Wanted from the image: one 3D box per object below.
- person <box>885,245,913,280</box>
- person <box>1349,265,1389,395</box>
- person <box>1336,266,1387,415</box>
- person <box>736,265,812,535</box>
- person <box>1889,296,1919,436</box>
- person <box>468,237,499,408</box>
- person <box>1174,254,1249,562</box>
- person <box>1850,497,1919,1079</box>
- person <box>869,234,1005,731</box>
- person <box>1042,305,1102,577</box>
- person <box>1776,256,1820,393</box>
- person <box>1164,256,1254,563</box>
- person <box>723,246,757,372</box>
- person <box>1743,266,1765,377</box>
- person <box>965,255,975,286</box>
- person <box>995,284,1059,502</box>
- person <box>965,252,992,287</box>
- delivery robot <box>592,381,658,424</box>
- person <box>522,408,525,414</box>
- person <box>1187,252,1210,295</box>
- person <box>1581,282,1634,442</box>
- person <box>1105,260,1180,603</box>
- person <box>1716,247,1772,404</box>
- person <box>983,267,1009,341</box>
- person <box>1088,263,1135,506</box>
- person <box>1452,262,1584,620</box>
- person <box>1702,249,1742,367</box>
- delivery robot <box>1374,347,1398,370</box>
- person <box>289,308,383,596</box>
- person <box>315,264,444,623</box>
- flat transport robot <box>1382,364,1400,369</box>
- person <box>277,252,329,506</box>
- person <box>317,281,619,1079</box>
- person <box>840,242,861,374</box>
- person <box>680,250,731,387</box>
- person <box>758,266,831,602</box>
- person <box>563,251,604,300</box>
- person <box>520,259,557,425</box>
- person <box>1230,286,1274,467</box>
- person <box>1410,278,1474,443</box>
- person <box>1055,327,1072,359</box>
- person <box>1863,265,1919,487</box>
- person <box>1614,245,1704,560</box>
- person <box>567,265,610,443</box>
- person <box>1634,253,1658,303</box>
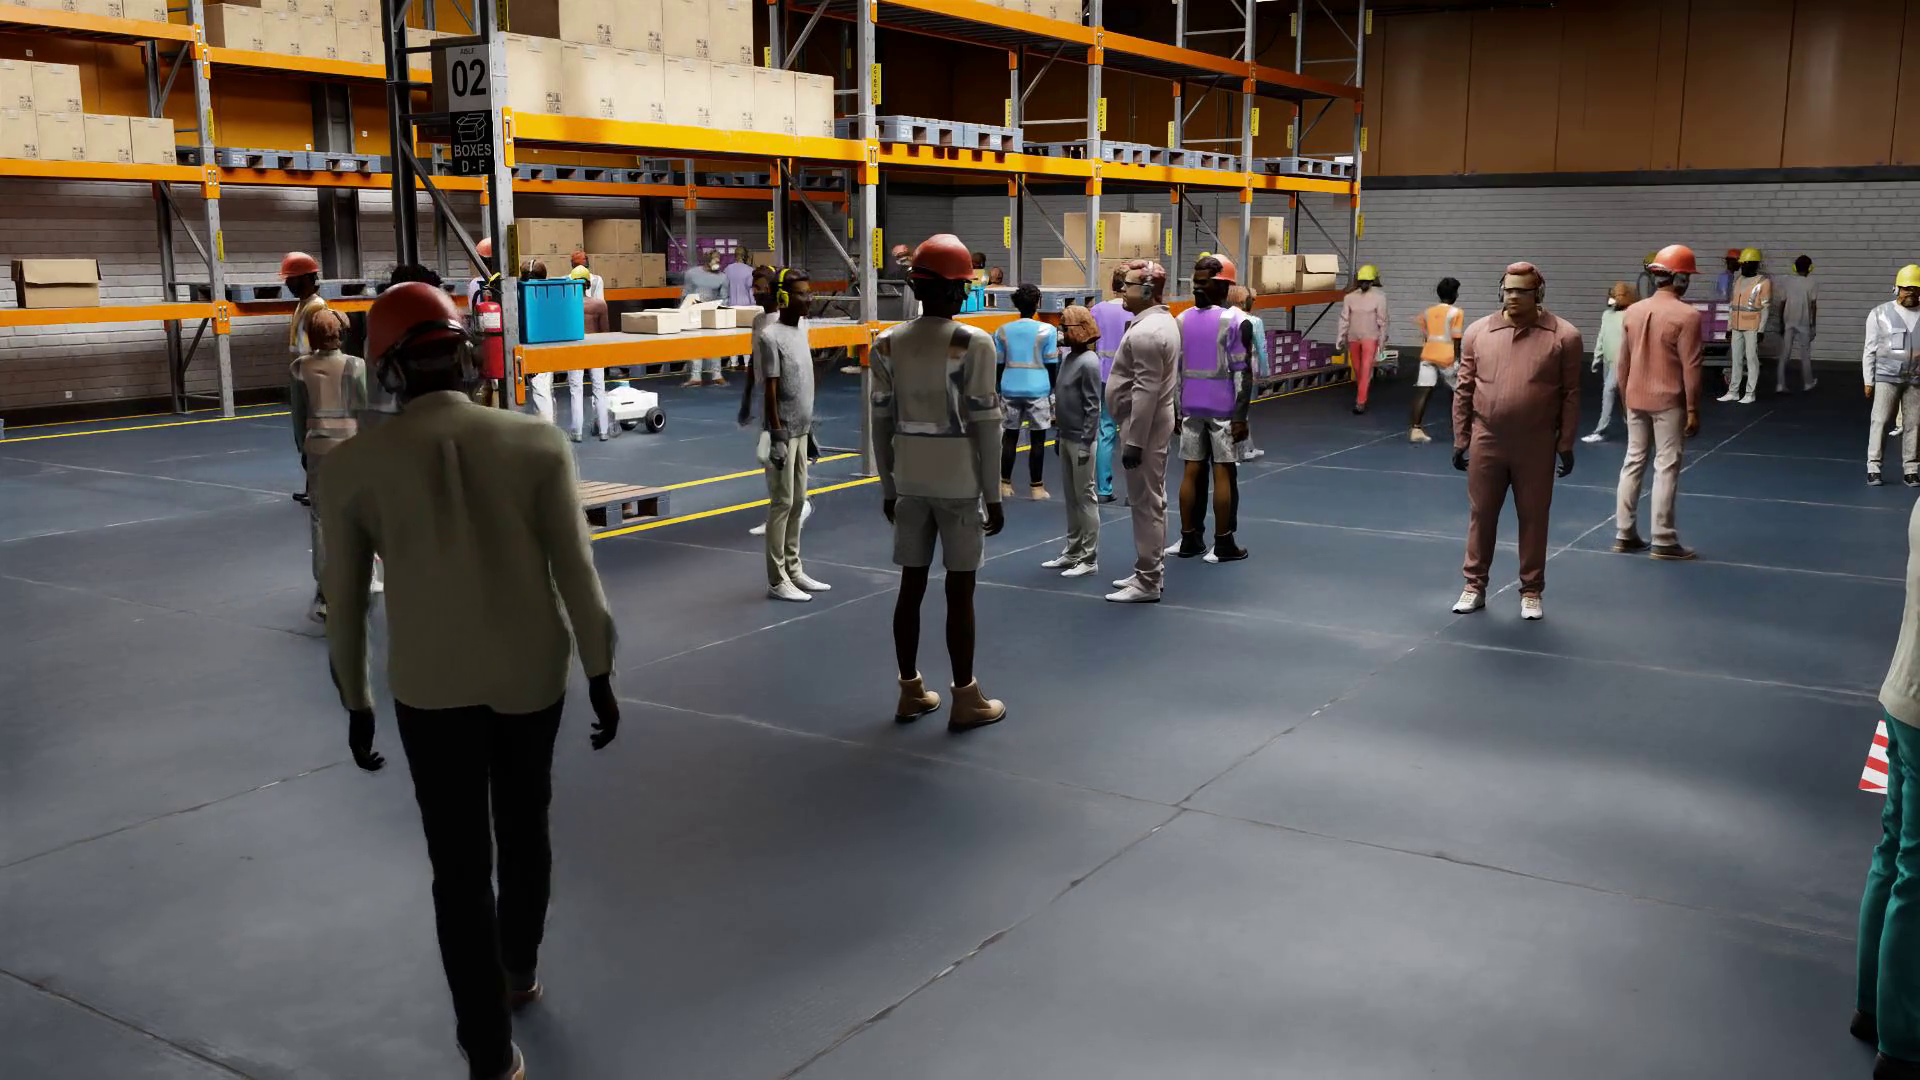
[{"bbox_3d":[-0.739,-2.863,21.765,0.675,1.956,0.478,9,14,41],"label":"person"},{"bbox_3d":[5.343,-2.749,21.814,0.500,1.708,0.842,5,11,24],"label":"person"},{"bbox_3d":[4.698,-2.332,19.459,0.524,1.720,0.895,7,12,34],"label":"person"},{"bbox_3d":[-1.313,-0.949,11.396,0.379,1.855,0.520,-7,13,-35],"label":"person"},{"bbox_3d":[9.884,-1.864,17.089,0.294,1.632,0.502,-10,14,-44],"label":"person"},{"bbox_3d":[-4.255,-1.734,15.235,0.372,2.044,0.608,-9,14,-41],"label":"person"},{"bbox_3d":[1.593,-0.828,10.512,0.544,1.936,0.359,8,13,38],"label":"person"},{"bbox_3d":[2.371,0.439,3.961,0.315,1.769,0.525,4,11,19],"label":"person"},{"bbox_3d":[-0.078,-0.233,6.910,0.605,2.045,0.380,6,12,31],"label":"person"},{"bbox_3d":[0.695,-0.595,10.057,0.285,1.633,0.500,-3,11,-18],"label":"person"},{"bbox_3d":[11.193,-2.872,22.174,1.003,1.811,0.536,-9,14,-42],"label":"person"},{"bbox_3d":[1.590,-0.820,10.519,0.398,1.918,0.588,-8,13,-38],"label":"person"},{"bbox_3d":[-3.350,-3.537,25.521,0.630,1.937,0.373,6,12,31],"label":"person"},{"bbox_3d":[11.660,-3.350,24.601,0.416,1.891,0.645,2,10,13],"label":"person"},{"bbox_3d":[-0.086,-2.744,21.207,0.830,1.911,0.546,1,10,8],"label":"person"},{"bbox_3d":[0.509,-1.135,12.898,0.538,1.693,0.319,5,11,24],"label":"person"},{"bbox_3d":[0.277,-3.401,25.036,0.634,1.839,0.429,4,11,23],"label":"person"},{"bbox_3d":[-3.495,-1.417,17.342,0.477,0.478,0.707,7,12,35],"label":"delivery robot"},{"bbox_3d":[-4.550,-1.878,16.680,0.534,1.814,0.684,1,10,8],"label":"person"},{"bbox_3d":[3.807,-3.578,26.030,0.403,1.835,0.588,-6,12,-28],"label":"person"},{"bbox_3d":[6.632,-1.787,16.709,0.747,1.607,0.500,-2,10,-12],"label":"person"},{"bbox_3d":[1.013,-0.605,9.346,0.407,1.913,0.641,2,11,13],"label":"person"},{"bbox_3d":[9.764,-2.656,20.662,0.369,1.928,0.585,-4,11,-21],"label":"person"},{"bbox_3d":[0.513,-3.066,23.714,0.523,1.645,0.306,-1,10,-6],"label":"person"},{"bbox_3d":[1.232,-1.174,12.682,0.574,1.841,0.375,7,12,34],"label":"person"},{"bbox_3d":[2.962,-0.525,8.915,0.655,1.905,0.407,5,11,26],"label":"person"},{"bbox_3d":[11.052,-3.278,24.222,0.625,1.895,0.584,6,12,31],"label":"person"},{"bbox_3d":[6.111,-2.707,24.488,0.477,0.478,0.707,-6,12,-29],"label":"delivery robot"},{"bbox_3d":[-3.527,-0.488,9.438,0.514,1.644,0.307,1,10,7],"label":"person"},{"bbox_3d":[-2.969,-0.482,8.725,0.611,1.917,1.000,8,13,36],"label":"person"},{"bbox_3d":[6.082,-2.689,25.432,0.652,0.197,1.431,10,14,43],"label":"flat transport robot"},{"bbox_3d":[-4.980,-1.229,12.740,0.369,1.933,0.543,-6,12,-30],"label":"person"},{"bbox_3d":[-1.205,0.340,4.092,0.646,1.913,0.986,-5,11,-24],"label":"person"},{"bbox_3d":[-1.482,-3.553,25.317,0.873,2.000,0.694,-1,10,-8],"label":"person"},{"bbox_3d":[-3.529,-3.032,22.877,0.742,1.896,0.368,-1,10,-3],"label":"person"},{"bbox_3d":[-0.939,-0.594,9.391,0.328,1.873,0.513,3,11,17],"label":"person"},{"bbox_3d":[-4.872,-2.781,21.480,0.575,1.882,0.360,-2,10,-12],"label":"person"},{"bbox_3d":[-3.952,-1.688,15.534,0.429,1.843,0.633,-1,10,-5],"label":"person"},{"bbox_3d":[2.586,-1.461,14.936,0.796,1.607,0.521,-6,12,-31],"label":"person"},{"bbox_3d":[4.856,-1.796,16.659,0.903,1.636,0.539,-7,12,-34],"label":"person"},{"bbox_3d":[1.491,-2.762,21.342,0.646,1.902,0.400,-2,10,-11],"label":"person"},{"bbox_3d":[7.750,-1.342,13.683,0.584,1.824,0.403,3,11,15],"label":"person"},{"bbox_3d":[4.477,-0.874,10.605,0.401,1.990,0.622,-5,11,-24],"label":"person"},{"bbox_3d":[-3.772,-1.858,16.684,0.524,1.769,0.316,-4,11,-21],"label":"person"},{"bbox_3d":[10.660,-3.531,25.797,0.404,1.825,0.587,5,11,25],"label":"person"}]
